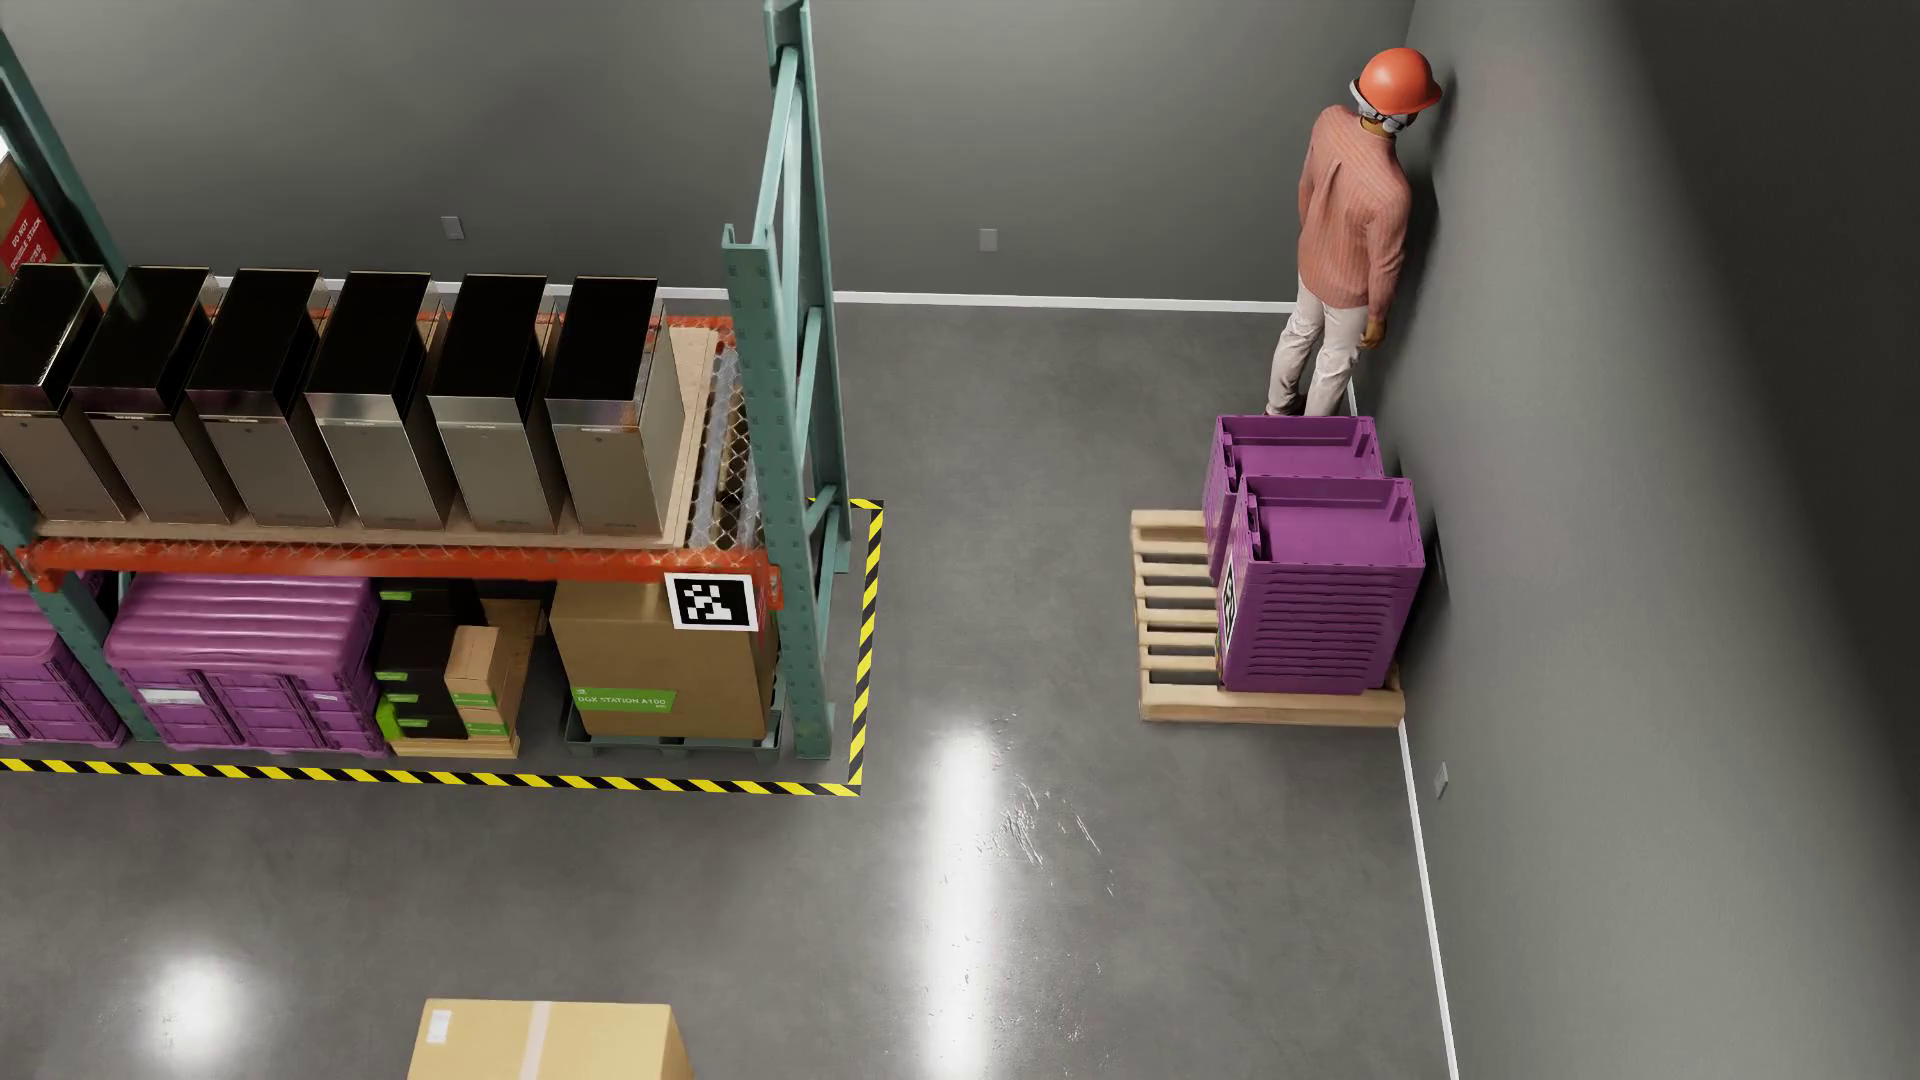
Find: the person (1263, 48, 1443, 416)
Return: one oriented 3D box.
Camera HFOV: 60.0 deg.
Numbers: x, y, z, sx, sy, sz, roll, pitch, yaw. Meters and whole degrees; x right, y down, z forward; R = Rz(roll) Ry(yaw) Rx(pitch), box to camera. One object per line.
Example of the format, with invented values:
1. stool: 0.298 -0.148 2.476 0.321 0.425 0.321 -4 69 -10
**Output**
1. person: 1.508 -1.052 6.485 0.381 1.994 0.620 -18 54 -13
